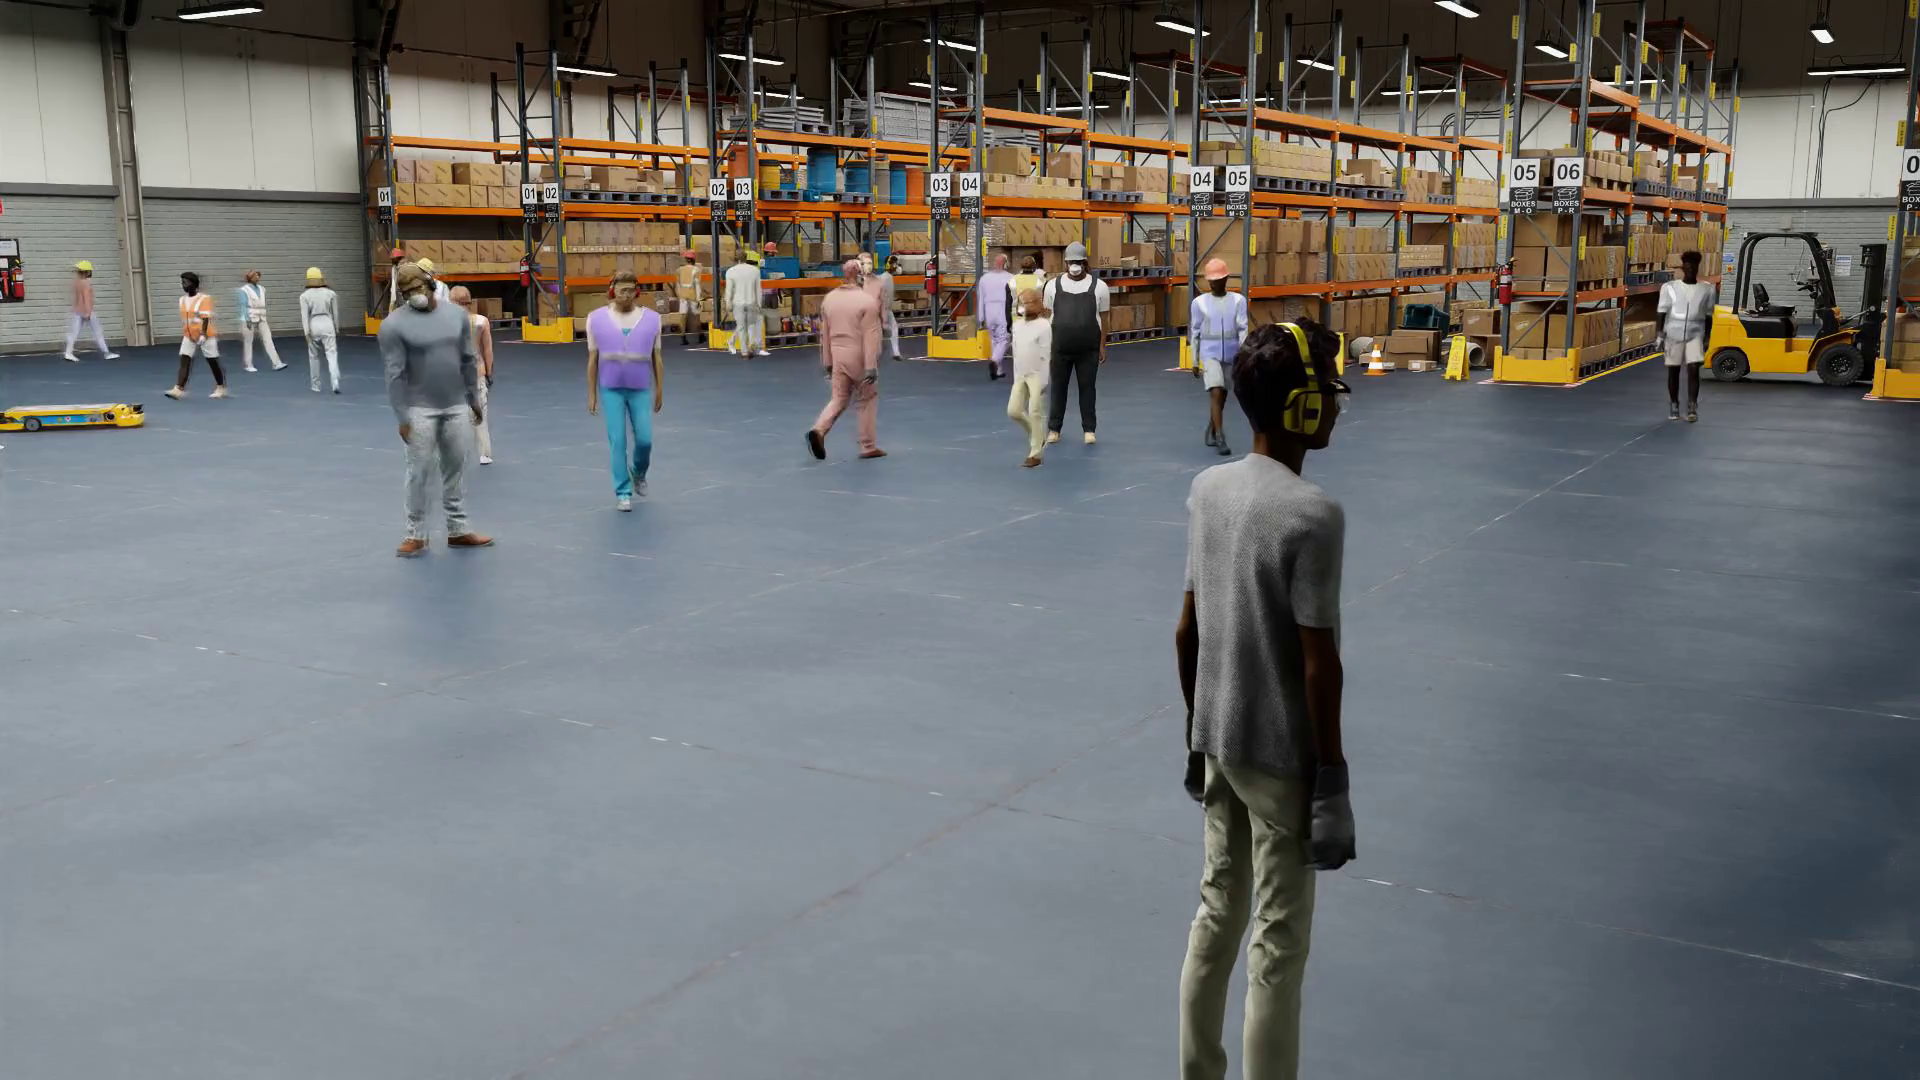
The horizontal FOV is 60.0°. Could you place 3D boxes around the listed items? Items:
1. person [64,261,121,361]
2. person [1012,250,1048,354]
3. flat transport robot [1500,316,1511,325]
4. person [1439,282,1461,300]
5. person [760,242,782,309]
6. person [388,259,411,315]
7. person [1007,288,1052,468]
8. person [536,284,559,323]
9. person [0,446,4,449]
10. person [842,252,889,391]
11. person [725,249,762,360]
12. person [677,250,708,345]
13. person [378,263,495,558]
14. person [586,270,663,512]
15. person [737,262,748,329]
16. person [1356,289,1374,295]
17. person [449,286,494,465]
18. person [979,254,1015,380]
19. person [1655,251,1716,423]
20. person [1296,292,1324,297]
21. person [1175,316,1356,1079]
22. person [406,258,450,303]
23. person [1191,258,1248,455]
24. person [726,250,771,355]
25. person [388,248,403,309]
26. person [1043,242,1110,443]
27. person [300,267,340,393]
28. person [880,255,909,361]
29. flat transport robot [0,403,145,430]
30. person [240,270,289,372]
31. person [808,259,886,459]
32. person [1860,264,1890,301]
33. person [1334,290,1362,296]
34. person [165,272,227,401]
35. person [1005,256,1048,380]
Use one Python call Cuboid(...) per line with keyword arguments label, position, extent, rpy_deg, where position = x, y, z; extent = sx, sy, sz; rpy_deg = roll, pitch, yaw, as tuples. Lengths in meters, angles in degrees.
Cuboid(label="person", position=(-15.032, -3.930, 28.603), extent=(0.535, 1.720, 0.900), rpy_deg=(8, 13, 37))
Cuboid(label="person", position=(1.258, -4.112, 29.114), extent=(0.590, 1.900, 0.721), rpy_deg=(10, 14, 44))
Cuboid(label="flat transport robot", position=(13.507, -5.374, 40.744), extent=(0.652, 0.197, 1.431), rpy_deg=(5, 11, 25))
Cuboid(label="person", position=(12.521, -6.501, 42.539), extent=(1.003, 1.881, 0.643), rpy_deg=(4, 11, 20))
Cuboid(label="person", position=(-3.929, -5.132, 34.430), extent=(0.376, 2.043, 0.605), rpy_deg=(10, 14, 43))
Cuboid(label="person", position=(-7.851, -3.070, 23.571), extent=(0.536, 1.788, 0.976), rpy_deg=(2, 10, 13))
Cuboid(label="person", position=(0.644, -1.454, 15.017), extent=(0.373, 1.621, 0.500), rpy_deg=(-9, 13, -40))
Cuboid(label="person", position=(-9.446, -5.823, 38.701), extent=(0.547, 1.909, 0.828), rpy_deg=(8, 13, 39))
Cuboid(label="person", position=(-9.553, -1.664, 16.130), extent=(0.310, 1.642, 0.514), rpy_deg=(-1, 10, -7))
Cuboid(label="person", position=(-1.271, -2.937, 22.565), extent=(0.680, 1.914, 0.495), rpy_deg=(-6, 12, -29))
Cuboid(label="person", position=(-3.758, -4.068, 28.795), extent=(0.658, 1.924, 0.436), rpy_deg=(-5, 11, -27))
Cuboid(label="person", position=(-5.389, -4.852, 33.290), extent=(0.568, 1.883, 0.986), rpy_deg=(3, 11, 15))
Cuboid(label="person", position=(-3.389, -0.839, 10.817), extent=(0.375, 1.901, 0.746), rpy_deg=(9, 14, 42))
Cuboid(label="person", position=(-2.557, -1.143, 12.693), extent=(0.578, 1.828, 0.520), rpy_deg=(-3, 11, -16))
Cuboid(label="person", position=(-4.644, -5.350, 36.303), extent=(0.589, 1.827, 1.040), rpy_deg=(6, 12, 28))
Cuboid(label="person", position=(9.669, -6.009, 39.952), extent=(0.538, 1.822, 0.937), rpy_deg=(4, 11, 23))
Cuboid(label="person", position=(-4.505, -1.481, 15.131), extent=(0.518, 1.636, 0.314), rpy_deg=(-3, 11, -19))
Cuboid(label="person", position=(0.569, -3.329, 24.816), extent=(0.643, 1.877, 0.855), rpy_deg=(4, 11, 23))
Cuboid(label="person", position=(8.221, -2.298, 18.870), extent=(0.612, 1.927, 0.920), rpy_deg=(4, 11, 21))
Cuboid(label="person", position=(8.065, -5.744, 38.535), extent=(0.632, 1.803, 0.914), rpy_deg=(9, 13, 41))
Cuboid(label="person", position=(0.656, 0.467, 3.549), extent=(0.336, 1.873, 0.521), rpy_deg=(-5, 11, -25))
Cuboid(label="person", position=(-7.310, -2.965, 22.909), extent=(0.619, 1.820, 0.441), rpy_deg=(-2, 10, -12))
Cuboid(label="person", position=(2.515, -1.808, 16.264), extent=(0.539, 1.894, 0.997), rpy_deg=(-1, 10, -5))
Cuboid(label="person", position=(-3.838, -4.284, 30.102), extent=(0.824, 1.900, 0.592), rpy_deg=(6, 12, 29))
Cuboid(label="person", position=(-11.556, -5.045, 34.289), extent=(0.547, 1.925, 0.395), rpy_deg=(6, 12, 31))
Cuboid(label="person", position=(1.165, -1.987, 16.817), extent=(0.678, 2.000, 0.537), rpy_deg=(1, 10, 5))
Cuboid(label="person", position=(-8.660, -2.845, 22.560), extent=(0.491, 1.707, 0.853), rpy_deg=(-6, 12, -28))
Cuboid(label="person", position=(-1.341, -3.980, 28.619), extent=(0.847, 1.829, 0.579), rpy_deg=(2, 10, 10))
Cuboid(label="flat transport robot", position=(-9.787, -1.363, 18.279), extent=(1.431, 0.197, 0.652), rpy_deg=(-4, 11, -20))
Cuboid(label="person", position=(-10.988, -3.427, 26.093), extent=(0.810, 1.598, 0.549), rpy_deg=(4, 11, 24))
Cuboid(label="person", position=(-1.049, -1.668, 15.502), extent=(0.652, 1.885, 0.807), rpy_deg=(8, 13, 36))
Cuboid(label="person", position=(20.355, -5.513, 37.008), extent=(0.637, 1.896, 0.527), rpy_deg=(-1, 10, -8))
Cuboid(label="person", position=(9.185, -5.867, 39.209), extent=(0.627, 1.813, 0.848), rpy_deg=(8, 13, 37))
Cuboid(label="person", position=(-9.877, -2.621, 21.448), extent=(0.534, 1.644, 0.872), rpy_deg=(3, 11, 18))
Cuboid(label="person", position=(0.954, -3.063, 23.404), extent=(0.634, 1.841, 0.429), rpy_deg=(1, 10, 8))
